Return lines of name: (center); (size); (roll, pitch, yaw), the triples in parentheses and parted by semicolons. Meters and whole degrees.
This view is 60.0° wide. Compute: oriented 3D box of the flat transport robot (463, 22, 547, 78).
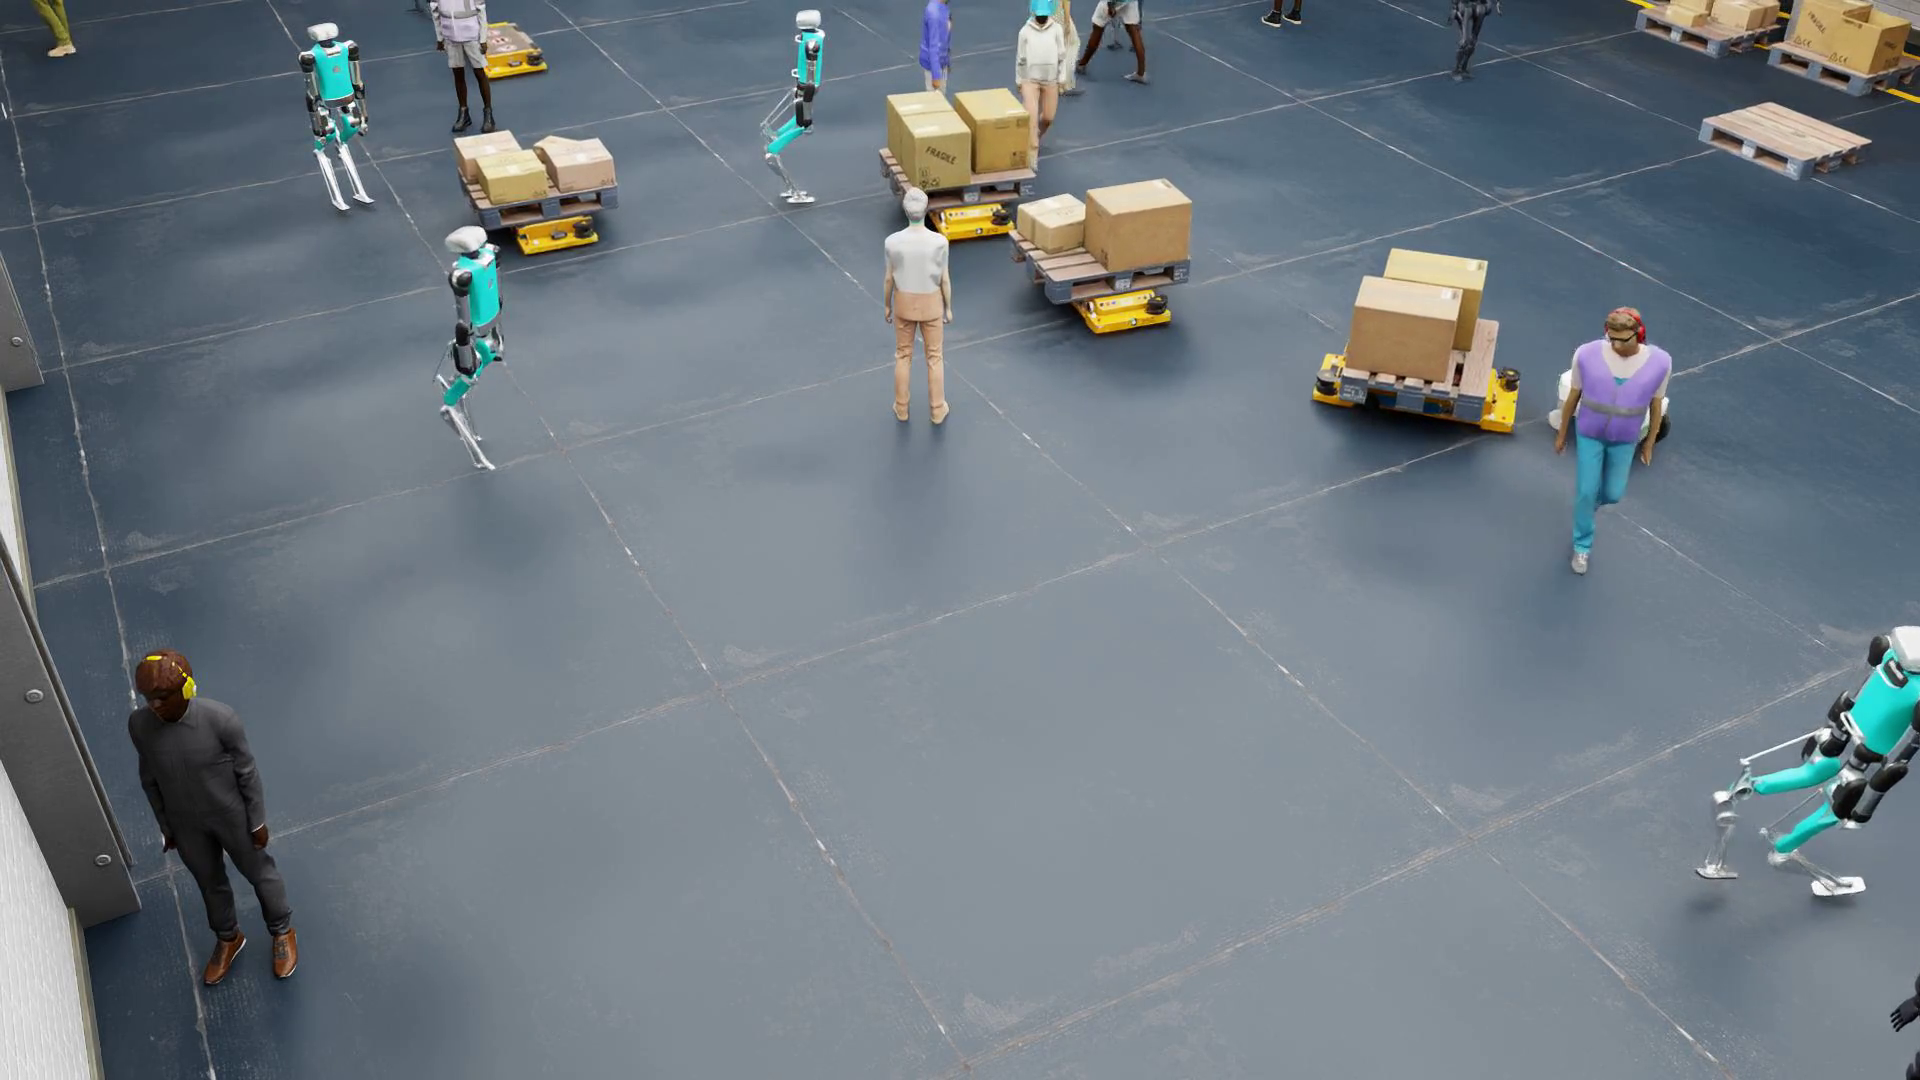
flat transport robot: (-5.141, -5.482, 18.542); (0.659, 0.231, 1.431); (-17, 39, -23)

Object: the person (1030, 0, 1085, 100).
person: (1.055, -5.459, 17.158); (0.678, 1.817, 0.610); (-25, 42, -31)

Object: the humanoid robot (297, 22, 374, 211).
humanoid robot: (-5.590, -3.783, 14.749); (0.530, 1.694, 0.752); (-29, 44, -35)

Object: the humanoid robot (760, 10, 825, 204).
humanoid robot: (-1.545, -3.855, 14.882); (0.728, 1.724, 0.533); (-4, 35, -5)

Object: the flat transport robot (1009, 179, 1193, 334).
flat transport robot: (1.142, -2.140, 13.772); (0.659, 0.231, 1.431); (-12, 37, -16)

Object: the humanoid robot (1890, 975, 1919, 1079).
humanoid robot: (4.176, 1.911, 6.757); (0.616, 1.644, 0.448); (11, 36, 15)

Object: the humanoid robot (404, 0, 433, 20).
humanoid robot: (-6.379, -6.848, 19.278); (0.516, 1.647, 0.589); (-1, 35, -1)

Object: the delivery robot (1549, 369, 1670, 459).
delivery robot: (4.639, -0.931, 11.812); (0.499, 0.613, 0.797); (-27, 43, -33)

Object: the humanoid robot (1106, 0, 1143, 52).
humanoid robot: (1.900, -6.270, 18.438); (0.599, 1.638, 0.389); (-2, 35, -3)

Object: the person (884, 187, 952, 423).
person: (-0.301, -1.653, 11.806); (0.485, 1.735, 0.343); (4, 35, 6)

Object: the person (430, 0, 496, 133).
person: (-4.909, -4.979, 16.371); (0.543, 1.939, 0.350); (3, 35, 4)

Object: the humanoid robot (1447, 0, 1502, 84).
humanoid robot: (5.463, -5.703, 17.629); (0.599, 1.649, 0.394); (-8, 36, -11)

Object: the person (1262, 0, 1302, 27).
person: (3.805, -6.899, 19.097); (0.602, 1.958, 0.377); (-14, 38, -20)

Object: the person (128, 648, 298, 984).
person: (-3.384, 1.256, 7.524); (0.491, 1.875, 0.356); (-3, 35, -4)

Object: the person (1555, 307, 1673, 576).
person: (4.020, -0.680, 10.351); (0.588, 1.807, 0.601); (10, 36, 13)

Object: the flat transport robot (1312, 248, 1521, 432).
flat transport robot: (3.391, -1.142, 12.346); (1.431, 0.231, 0.659); (11, 37, 15)

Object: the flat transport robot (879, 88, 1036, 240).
flat transport robot: (-0.026, -3.133, 15.189); (0.659, 0.231, 1.431); (-9, 36, -13)

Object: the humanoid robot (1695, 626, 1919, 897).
humanoid robot: (3.985, 1.137, 7.860); (1.064, 1.757, 0.564); (-1, 35, -1)

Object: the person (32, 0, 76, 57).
person: (-10.139, -6.260, 18.328); (0.365, 1.798, 0.646); (1, 35, 2)

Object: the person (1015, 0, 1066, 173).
person: (0.754, -4.360, 15.730); (0.487, 1.650, 0.617); (-4, 35, -5)

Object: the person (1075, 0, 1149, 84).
person: (1.631, -5.812, 17.607); (1.020, 1.882, 0.569); (26, 42, 32)

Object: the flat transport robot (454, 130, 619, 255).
flat transport robot: (-3.759, -2.965, 14.949); (0.659, 0.231, 1.431); (-15, 38, -20)

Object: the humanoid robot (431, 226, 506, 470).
humanoid robot: (-3.453, -1.295, 11.320); (0.808, 1.803, 0.532); (8, 36, 11)

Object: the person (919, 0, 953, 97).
person: (-0.171, -4.497, 15.764); (0.409, 1.854, 0.522); (10, 36, 14)
